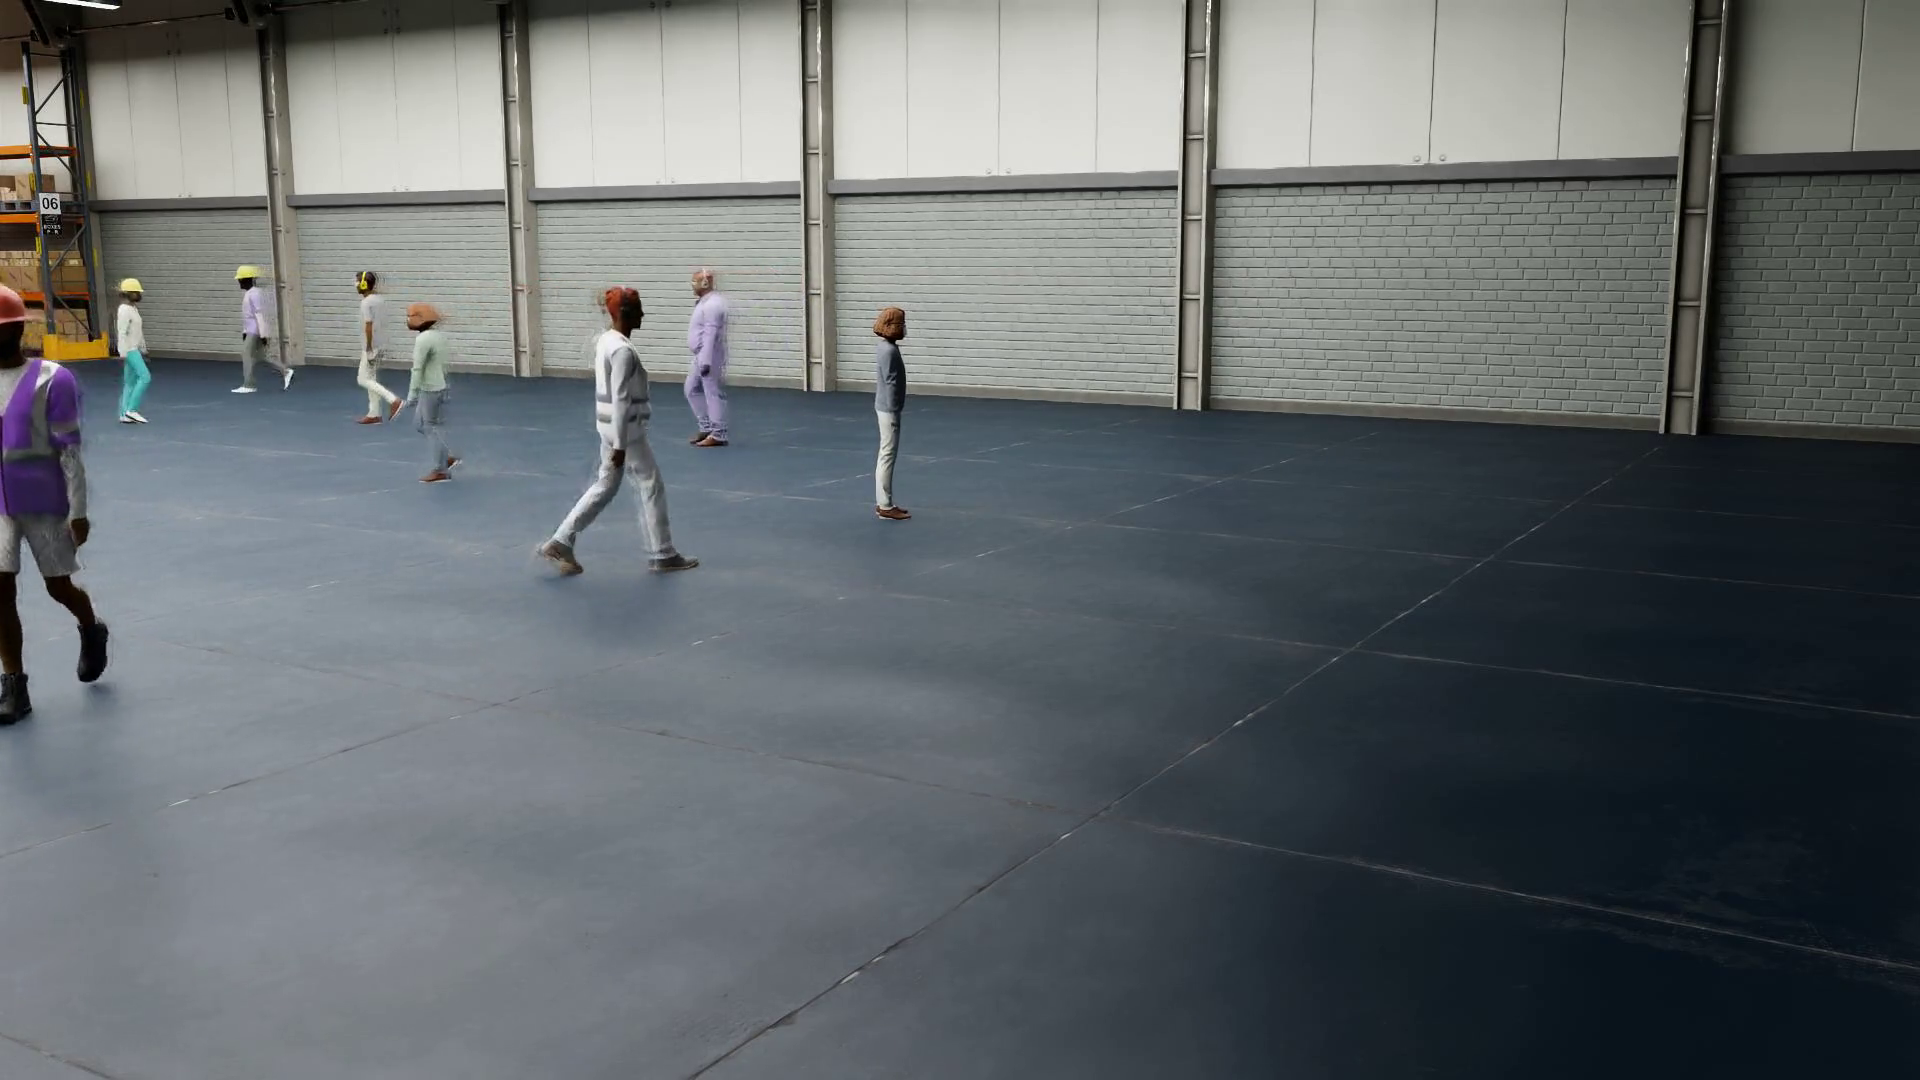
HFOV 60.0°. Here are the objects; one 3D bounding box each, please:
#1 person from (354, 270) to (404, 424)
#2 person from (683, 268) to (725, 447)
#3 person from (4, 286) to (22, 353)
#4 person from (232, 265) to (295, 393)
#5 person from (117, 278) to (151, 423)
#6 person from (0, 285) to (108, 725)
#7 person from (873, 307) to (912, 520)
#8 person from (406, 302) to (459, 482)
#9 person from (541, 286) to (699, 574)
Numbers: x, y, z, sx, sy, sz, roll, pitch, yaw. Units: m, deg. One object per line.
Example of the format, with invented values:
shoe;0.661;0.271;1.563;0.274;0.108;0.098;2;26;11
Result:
person;-7.030;-2.308;20.000;0.551;1.856;0.516;0;10;1
person;-2.747;-1.927;17.641;0.509;1.892;0.672;-3;10;-16
person;-9.467;-1.633;16.399;0.498;1.725;0.595;7;12;35
person;-10.407;-3.136;24.725;0.826;1.895;0.588;-5;11;-25
person;-9.986;-2.276;20.110;0.455;1.752;0.525;-3;10;-17
person;-4.154;-0.189;7.437;0.551;1.910;0.845;-1;10;-4
person;-0.527;-0.978;12.852;0.274;1.632;0.507;-1;10;-6
person;-4.772;-1.319;14.894;0.356;1.616;0.517;-2;10;-9
person;-2.189;-0.687;10.554;0.942;1.853;0.575;-5;11;-25
